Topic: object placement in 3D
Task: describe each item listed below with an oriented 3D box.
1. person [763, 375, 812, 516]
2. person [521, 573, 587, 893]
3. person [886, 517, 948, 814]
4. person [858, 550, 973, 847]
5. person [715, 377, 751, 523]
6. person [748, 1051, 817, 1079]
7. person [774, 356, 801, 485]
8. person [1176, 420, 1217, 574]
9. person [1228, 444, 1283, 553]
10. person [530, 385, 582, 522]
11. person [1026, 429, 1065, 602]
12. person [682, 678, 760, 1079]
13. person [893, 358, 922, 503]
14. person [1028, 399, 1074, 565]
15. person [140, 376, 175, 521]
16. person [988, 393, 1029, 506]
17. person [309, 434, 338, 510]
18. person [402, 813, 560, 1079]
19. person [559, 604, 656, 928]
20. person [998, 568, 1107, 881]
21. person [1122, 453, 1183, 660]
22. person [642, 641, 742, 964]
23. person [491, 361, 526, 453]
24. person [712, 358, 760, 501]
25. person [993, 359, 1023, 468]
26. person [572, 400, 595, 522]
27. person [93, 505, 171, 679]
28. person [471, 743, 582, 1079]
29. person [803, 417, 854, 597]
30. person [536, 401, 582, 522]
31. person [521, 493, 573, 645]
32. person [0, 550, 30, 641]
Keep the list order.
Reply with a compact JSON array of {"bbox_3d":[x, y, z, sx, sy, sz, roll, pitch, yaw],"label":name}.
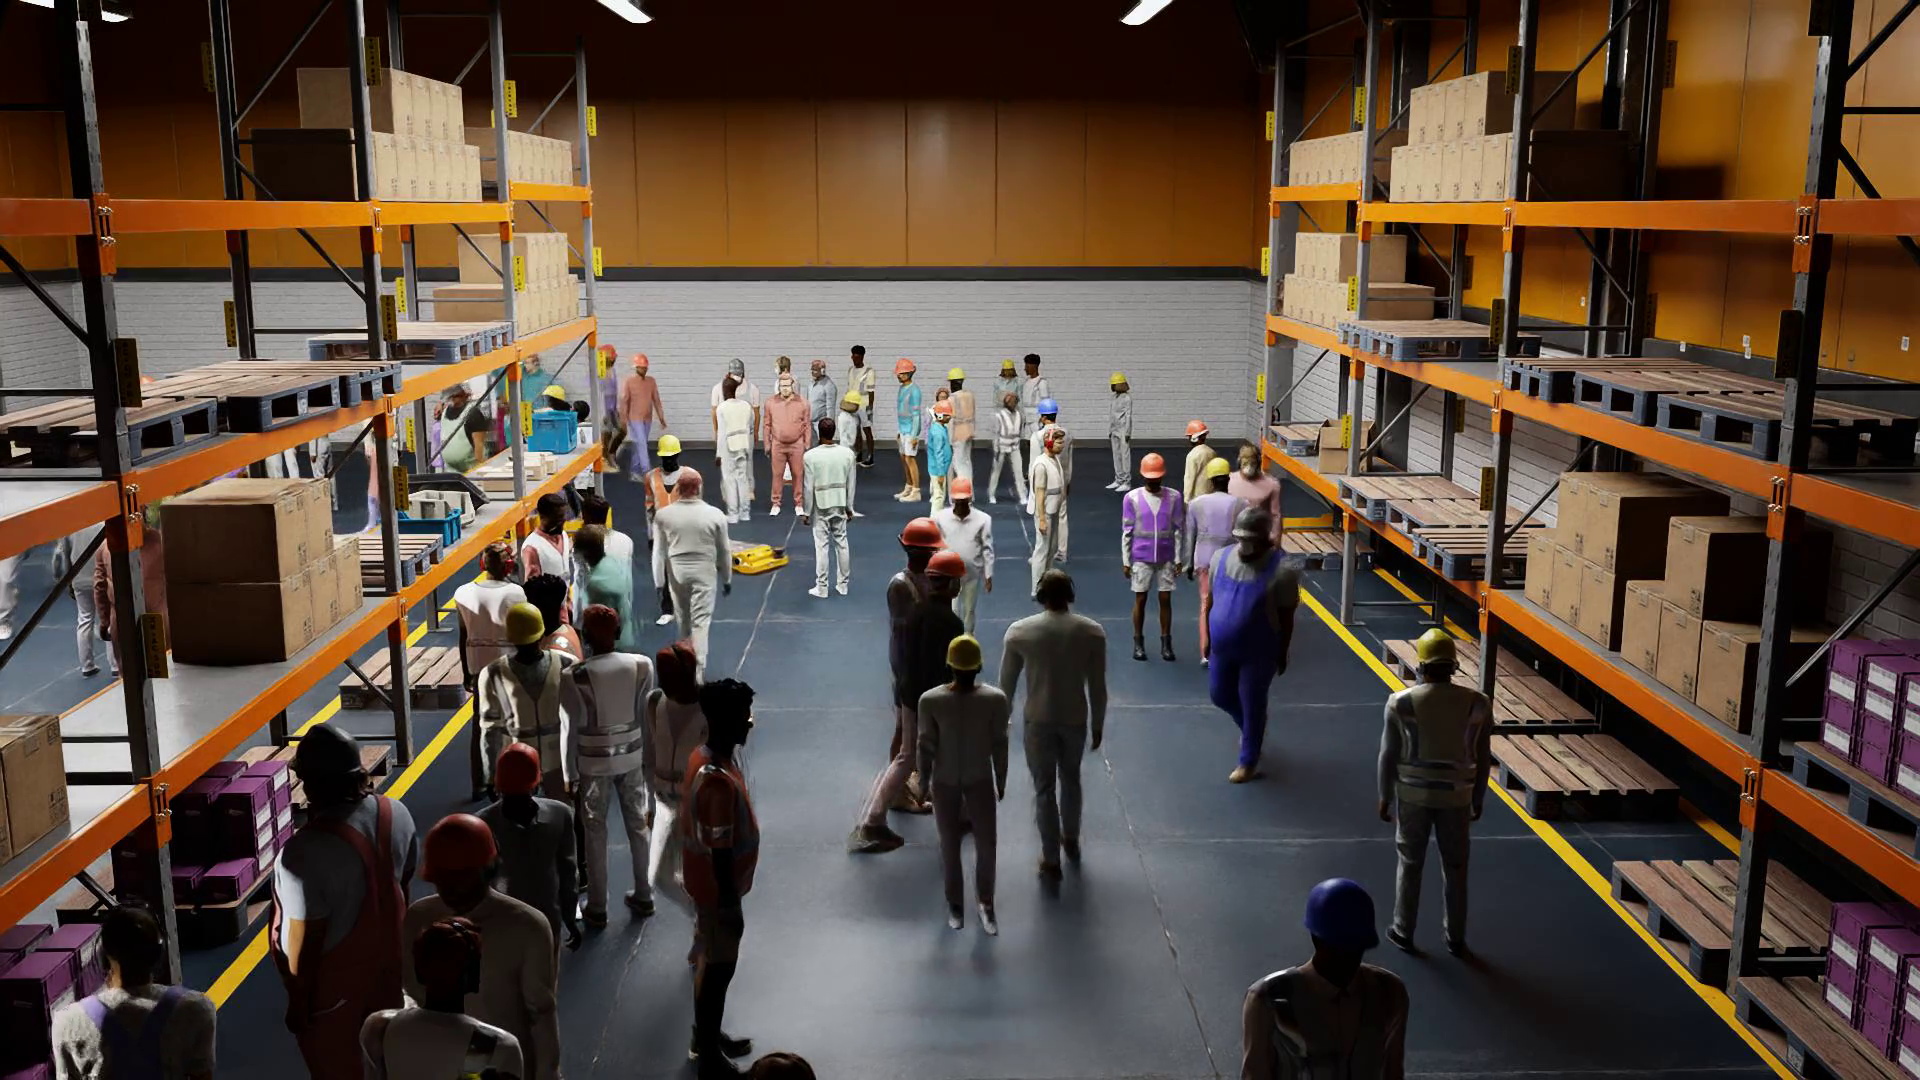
[{"bbox_3d":[-2.316,-1.264,22.311,0.651,1.905,0.401,-1,11,-5],"label":"person"},{"bbox_3d":[-2.420,1.159,10.009,0.362,1.963,0.613,-2,11,-10],"label":"person"},{"bbox_3d":[-0.278,0.850,11.400,0.399,2.039,0.609,4,12,20],"label":"person"},{"bbox_3d":[-0.227,1.030,10.768,1.008,1.938,0.642,-8,14,-36],"label":"person"},{"bbox_3d":[-2.968,-1.180,21.864,0.373,1.914,0.596,8,14,34],"label":"person"},{"bbox_3d":[-0.489,2.324,5.035,0.292,1.624,0.504,5,12,24],"label":"person"},{"bbox_3d":[-2.581,-1.786,24.880,0.371,1.930,0.627,4,12,20],"label":"person"},{"bbox_3d":[2.677,-0.486,18.834,0.355,1.739,0.573,8,14,36],"label":"person"},{"bbox_3d":[2.763,0.000,15.979,0.633,1.913,0.843,1,11,6],"label":"person"},{"bbox_3d":[-5.266,-1.063,21.476,0.658,1.840,1.029,9,14,38],"label":"person"},{"bbox_3d":[0.909,-0.260,17.458,0.394,1.836,0.561,4,12,20],"label":"person"},{"bbox_3d":[-1.123,1.598,7.841,0.363,1.957,0.604,-2,12,-12],"label":"person"},{"bbox_3d":[-0.750,-1.535,23.364,0.406,2.032,0.616,-4,12,-21],"label":"person"},{"bbox_3d":[1.036,-0.662,19.209,0.610,1.938,0.409,-8,14,-35],"label":"person"},{"bbox_3d":[-10.627,-1.196,21.925,0.547,1.929,0.386,4,12,18],"label":"person"},{"bbox_3d":[0.662,-1.253,23.087,0.523,1.578,0.852,-8,14,-33],"label":"person"},{"bbox_3d":[-8.703,-1.221,22.535,0.316,1.737,0.487,1,11,5],"label":"person"},{"bbox_3d":[-1.758,1.935,6.076,0.618,1.986,0.408,3,12,14],"label":"person"},{"bbox_3d":[-2.017,1.291,9.581,0.577,1.876,0.344,-7,13,-33],"label":"person"},{"bbox_3d":[0.577,1.126,10.344,0.650,1.908,0.732,-1,11,-5],"label":"person"},{"bbox_3d":[1.754,0.154,15.158,0.550,1.924,0.391,-1,11,-3],"label":"person"},{"bbox_3d":[-1.409,1.438,8.826,0.664,1.876,0.383,5,12,23],"label":"person"},{"bbox_3d":[-7.433,-2.326,27.493,0.620,1.973,0.500,-3,12,-16],"label":"person"},{"bbox_3d":[-3.149,-1.560,23.456,0.680,2.000,0.535,-2,11,-9],"label":"person"},{"bbox_3d":[0.758,-2.004,26.426,0.483,1.745,0.299,1,11,7],"label":"person"},{"bbox_3d":[-4.799,-0.934,21.175,0.318,1.700,0.535,3,12,15],"label":"person"},{"bbox_3d":[-6.366,0.605,12.928,0.643,1.912,0.410,-3,12,-16],"label":"person"},{"bbox_3d":[-1.983,1.756,7.563,0.562,1.746,0.339,-8,14,-35],"label":"person"},{"bbox_3d":[-1.393,-0.345,17.672,0.591,1.919,0.392,-7,13,-30],"label":"person"},{"bbox_3d":[-5.226,-0.983,21.577,0.904,1.636,0.544,-1,11,-5],"label":"person"},{"bbox_3d":[-3.240,0.568,13.133,0.410,1.908,0.598,3,12,12],"label":"person"},{"bbox_3d":[-9.286,0.003,16.013,0.644,1.887,0.580,-3,12,-16],"label":"person"}]
